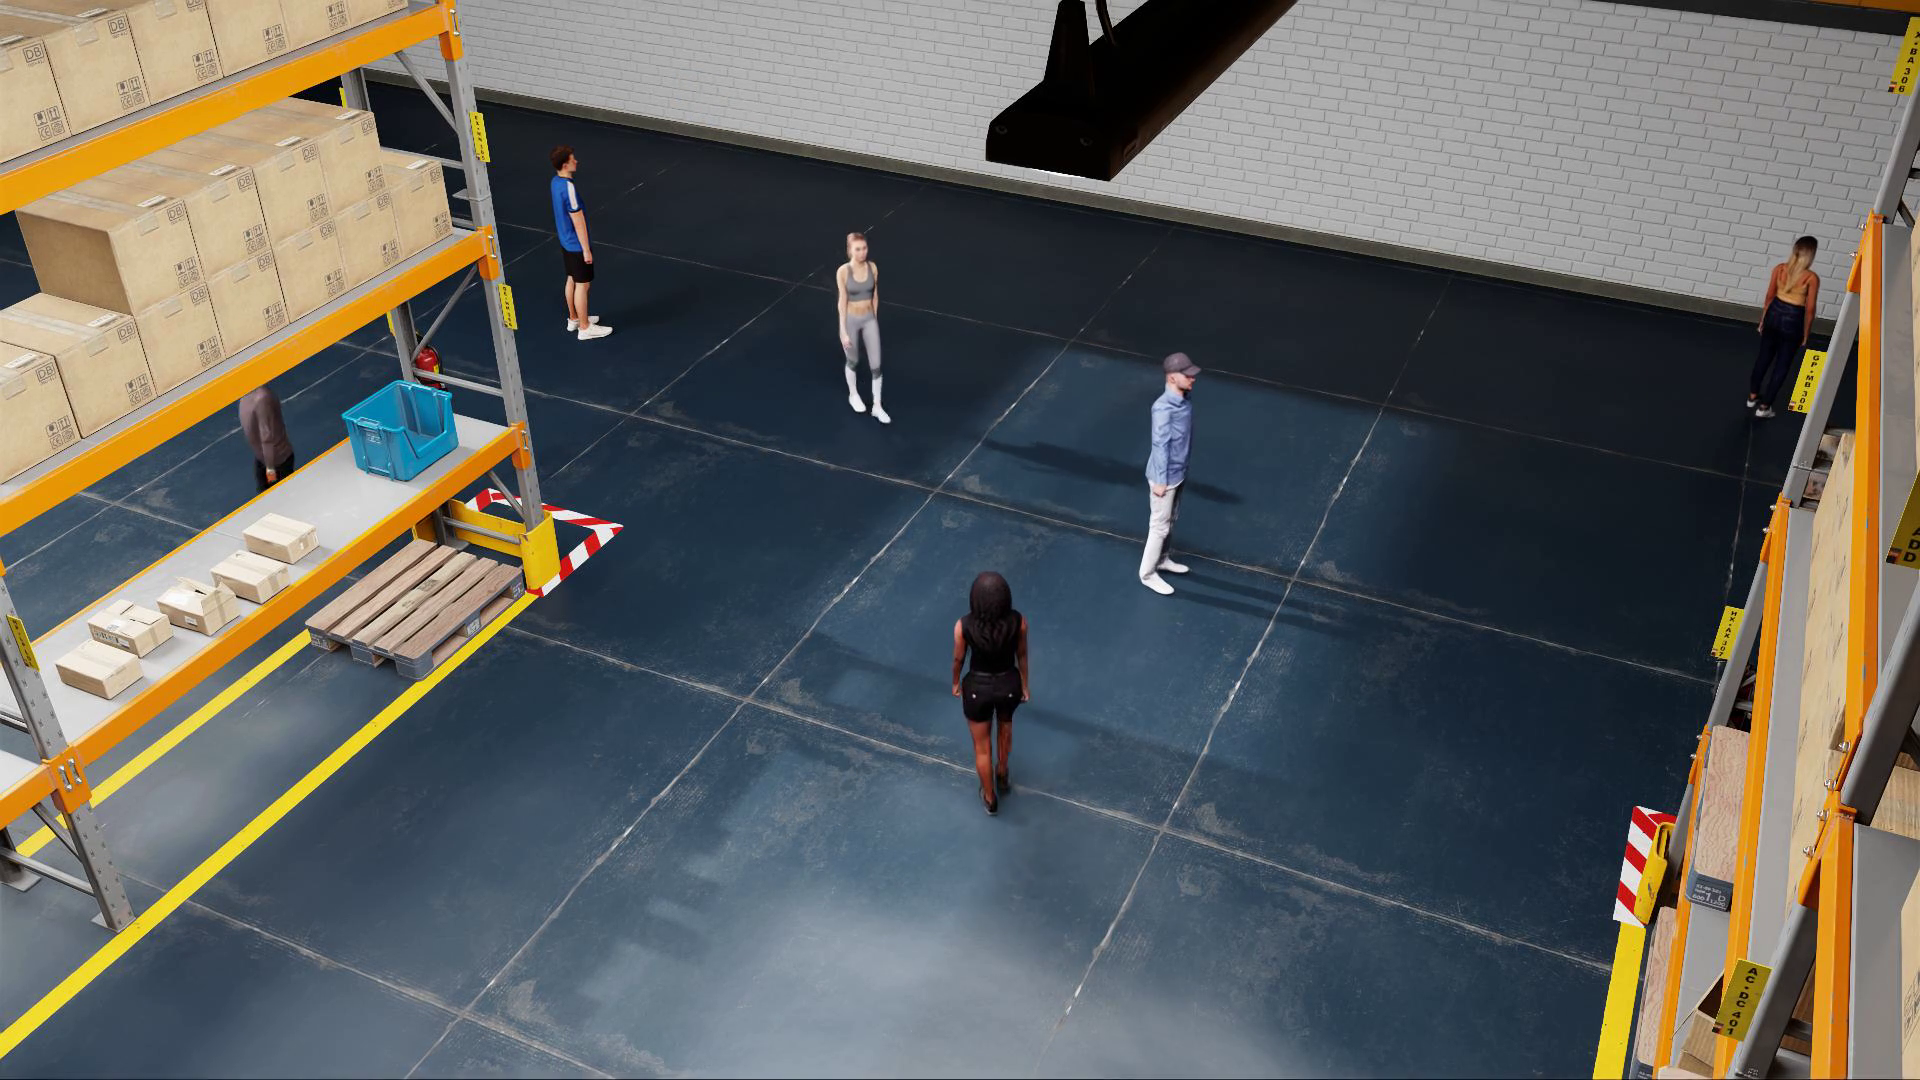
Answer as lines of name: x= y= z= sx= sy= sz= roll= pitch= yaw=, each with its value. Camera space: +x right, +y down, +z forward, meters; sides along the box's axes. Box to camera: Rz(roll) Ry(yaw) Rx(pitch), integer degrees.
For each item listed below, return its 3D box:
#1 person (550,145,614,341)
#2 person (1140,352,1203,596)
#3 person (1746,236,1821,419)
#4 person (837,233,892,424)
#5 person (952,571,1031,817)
person: x=-3.612 y=-2.799 z=15.555 sx=0.760 sy=1.866 sz=0.750 roll=-20 pitch=38 yaw=-27
person: x=1.519 y=-0.514 z=12.099 sx=0.710 sy=1.887 sz=0.481 roll=15 pitch=37 yaw=22
person: x=7.091 y=-1.847 z=14.325 sx=0.770 sy=1.642 sz=0.712 roll=-24 pitch=41 yaw=-32
person: x=-0.913 y=-1.867 z=14.318 sx=0.866 sy=1.682 sz=0.909 roll=-13 pitch=36 yaw=-19
person: x=0.207 y=0.975 z=10.000 sx=0.758 sy=1.729 sz=0.807 roll=-6 pitch=34 yaw=-9
